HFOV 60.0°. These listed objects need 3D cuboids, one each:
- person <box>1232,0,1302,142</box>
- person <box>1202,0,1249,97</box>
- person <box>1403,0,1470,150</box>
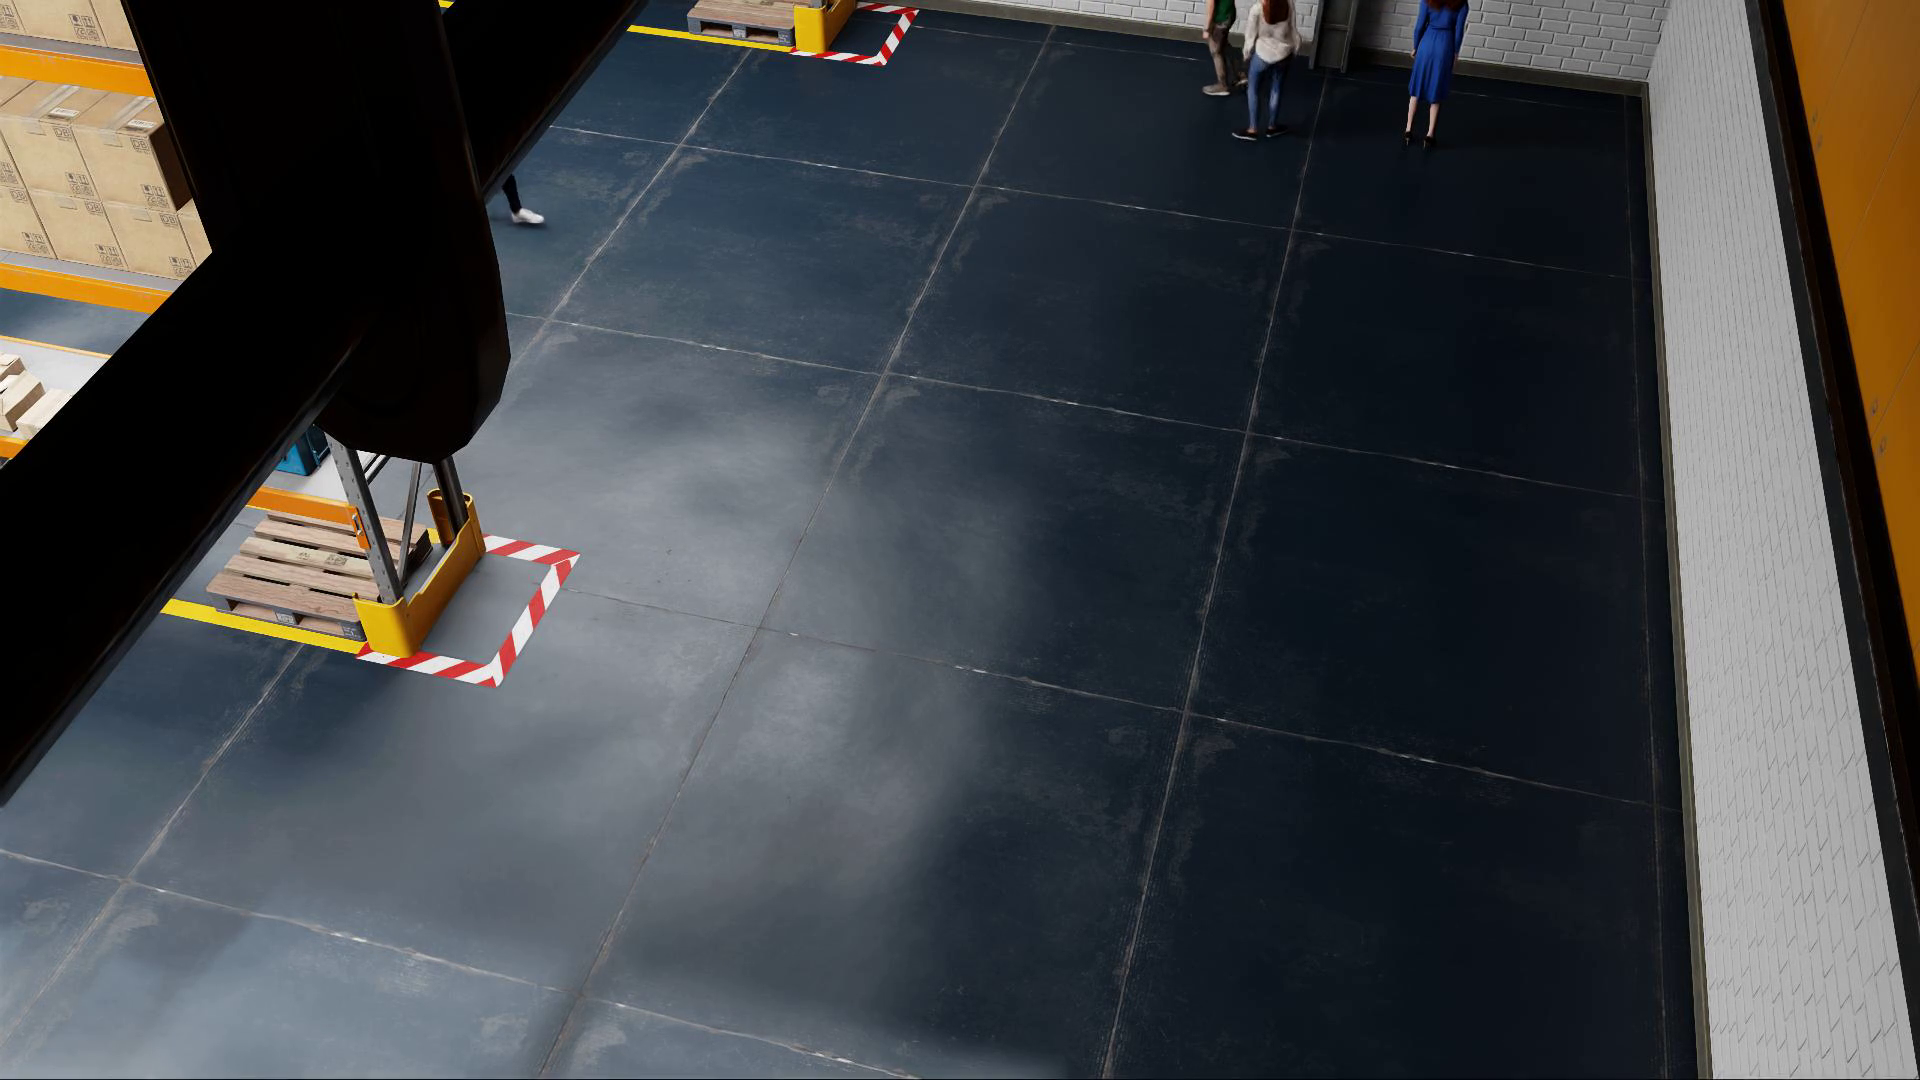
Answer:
[{"bbox_3d":[3.033,-4.622,15.917,0.650,1.669,0.858,6,44,7],"label":"person"},{"bbox_3d":[2.644,-5.164,16.521,0.853,1.619,0.709,25,49,24],"label":"person"},{"bbox_3d":[4.488,-4.570,15.747,0.575,1.828,0.712,19,47,19],"label":"person"}]
